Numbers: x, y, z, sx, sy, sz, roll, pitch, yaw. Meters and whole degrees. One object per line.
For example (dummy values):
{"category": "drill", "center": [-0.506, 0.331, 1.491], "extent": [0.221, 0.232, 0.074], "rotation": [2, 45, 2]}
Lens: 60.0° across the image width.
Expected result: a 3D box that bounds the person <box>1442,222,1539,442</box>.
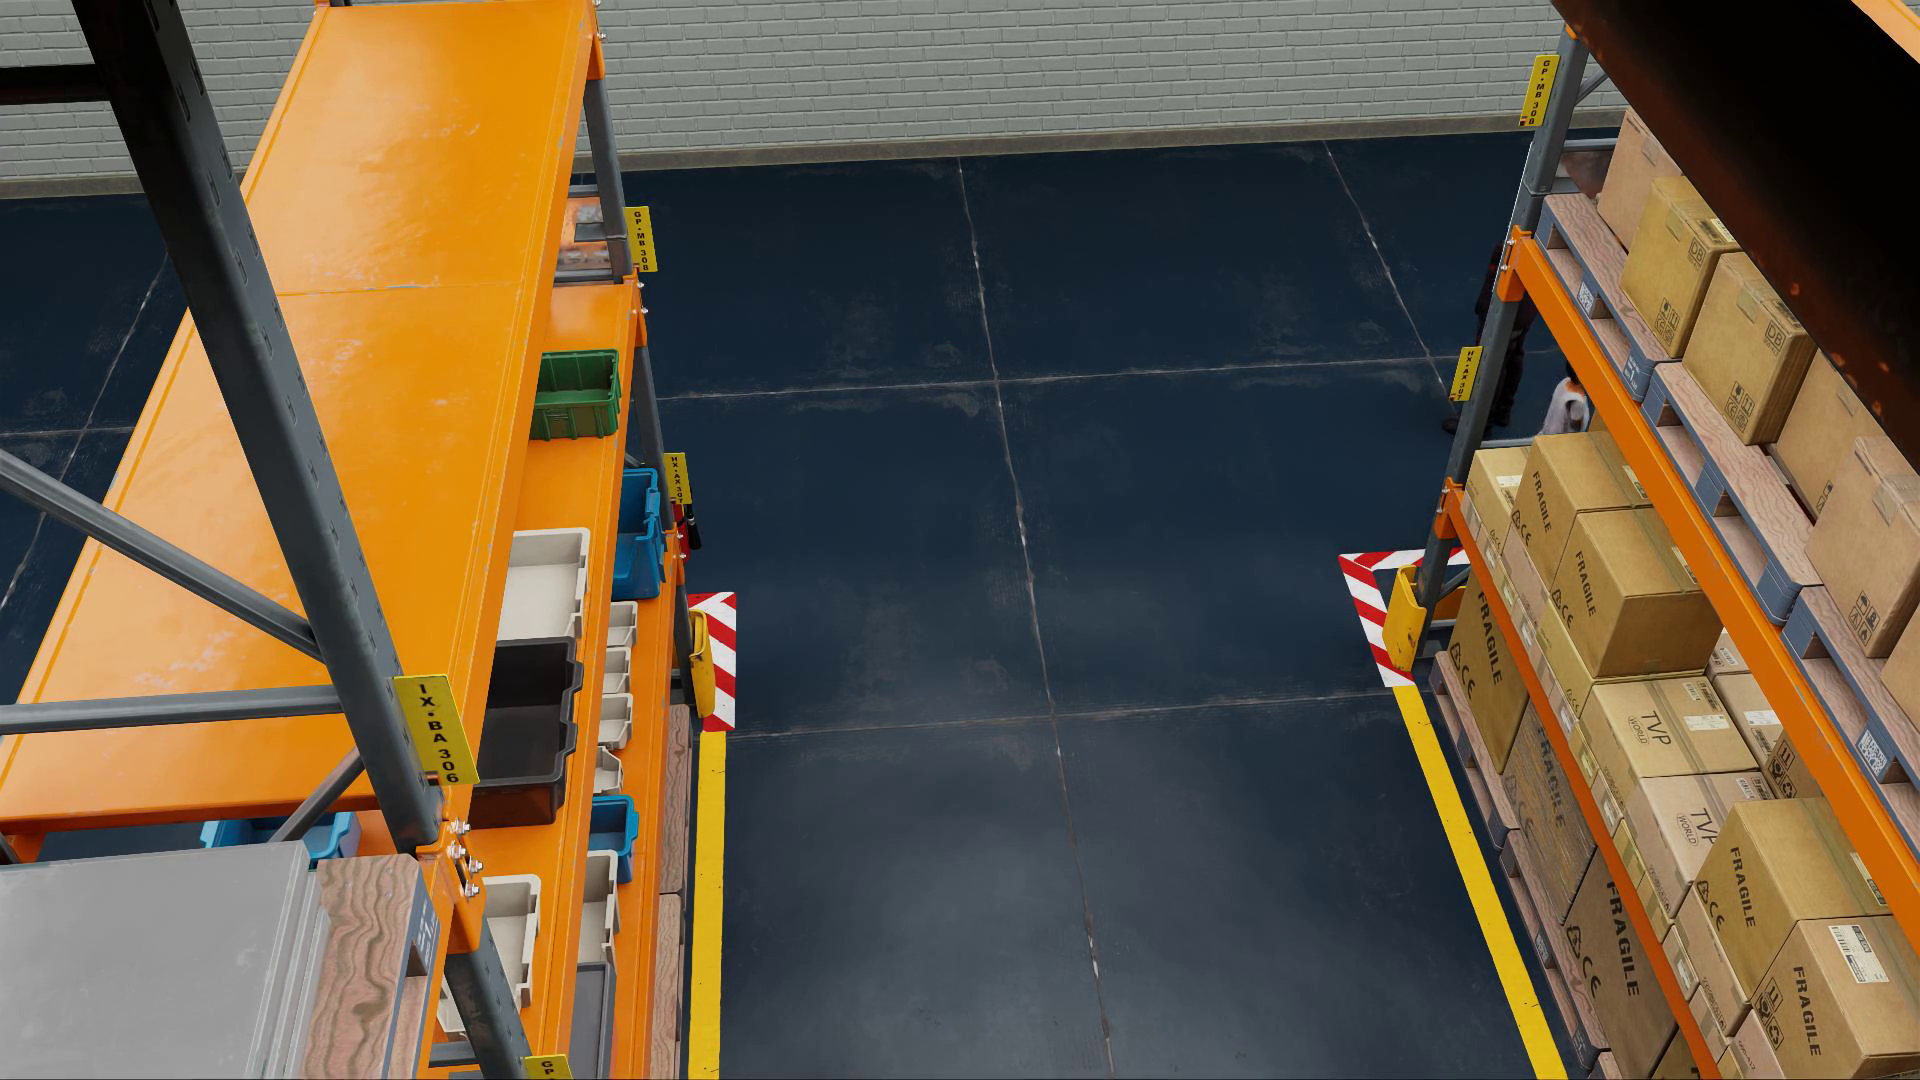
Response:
{"category": "person", "center": [3.411, -1.410, 10.277], "extent": [0.837, 1.823, 0.789], "rotation": [32, 52, 30]}
